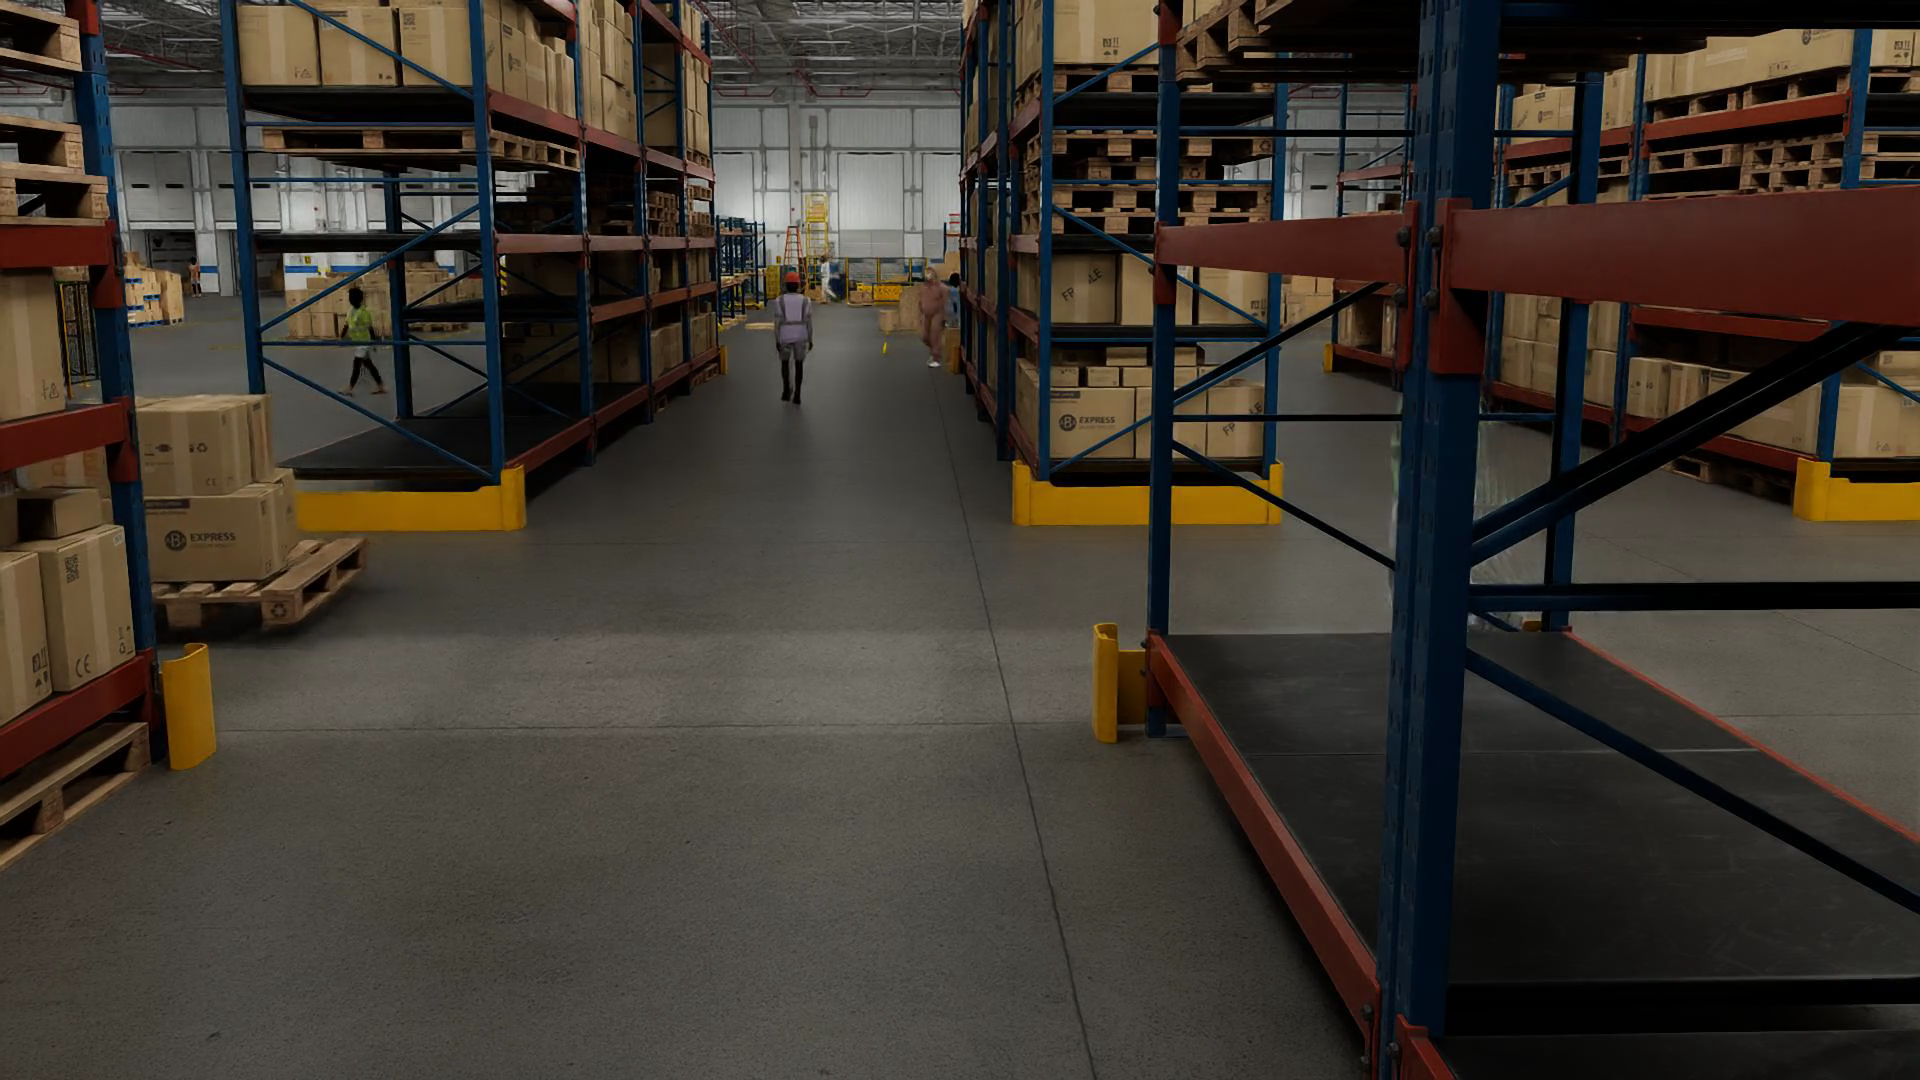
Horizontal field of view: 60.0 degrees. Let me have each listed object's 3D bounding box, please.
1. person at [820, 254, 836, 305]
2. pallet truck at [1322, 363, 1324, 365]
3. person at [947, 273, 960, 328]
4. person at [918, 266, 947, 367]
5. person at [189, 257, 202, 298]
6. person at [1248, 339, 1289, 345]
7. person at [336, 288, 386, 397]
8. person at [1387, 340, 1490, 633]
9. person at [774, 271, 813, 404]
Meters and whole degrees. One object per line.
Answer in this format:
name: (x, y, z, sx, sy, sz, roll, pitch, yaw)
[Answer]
person: (-4.983, -9.728, 62.145, 0.513, 1.870, 0.580, -5, 11, -26)
pallet truck: (7.712, -4.157, 30.737, 1.885, 1.965, 0.823, 3, 11, 16)
person: (-0.101, -4.686, 34.527, 0.318, 1.697, 0.535, -1, 10, -3)
person: (-0.517, -4.170, 31.132, 0.645, 1.892, 0.442, 7, 12, 35)
person: (-32.128, -11.021, 69.839, 0.530, 1.689, 0.322, 2, 10, 8)
person: (7.004, -5.342, 37.701, 0.990, 1.867, 0.600, 4, 11, 21)
person: (-9.131, -3.009, 25.314, 0.533, 1.646, 0.901, 9, 13, 41)
person: (2.619, -0.215, 9.255, 0.581, 1.825, 0.583, -1, 10, -8)
person: (-2.430, -2.959, 24.288, 0.572, 1.905, 0.782, -2, 10, -9)
